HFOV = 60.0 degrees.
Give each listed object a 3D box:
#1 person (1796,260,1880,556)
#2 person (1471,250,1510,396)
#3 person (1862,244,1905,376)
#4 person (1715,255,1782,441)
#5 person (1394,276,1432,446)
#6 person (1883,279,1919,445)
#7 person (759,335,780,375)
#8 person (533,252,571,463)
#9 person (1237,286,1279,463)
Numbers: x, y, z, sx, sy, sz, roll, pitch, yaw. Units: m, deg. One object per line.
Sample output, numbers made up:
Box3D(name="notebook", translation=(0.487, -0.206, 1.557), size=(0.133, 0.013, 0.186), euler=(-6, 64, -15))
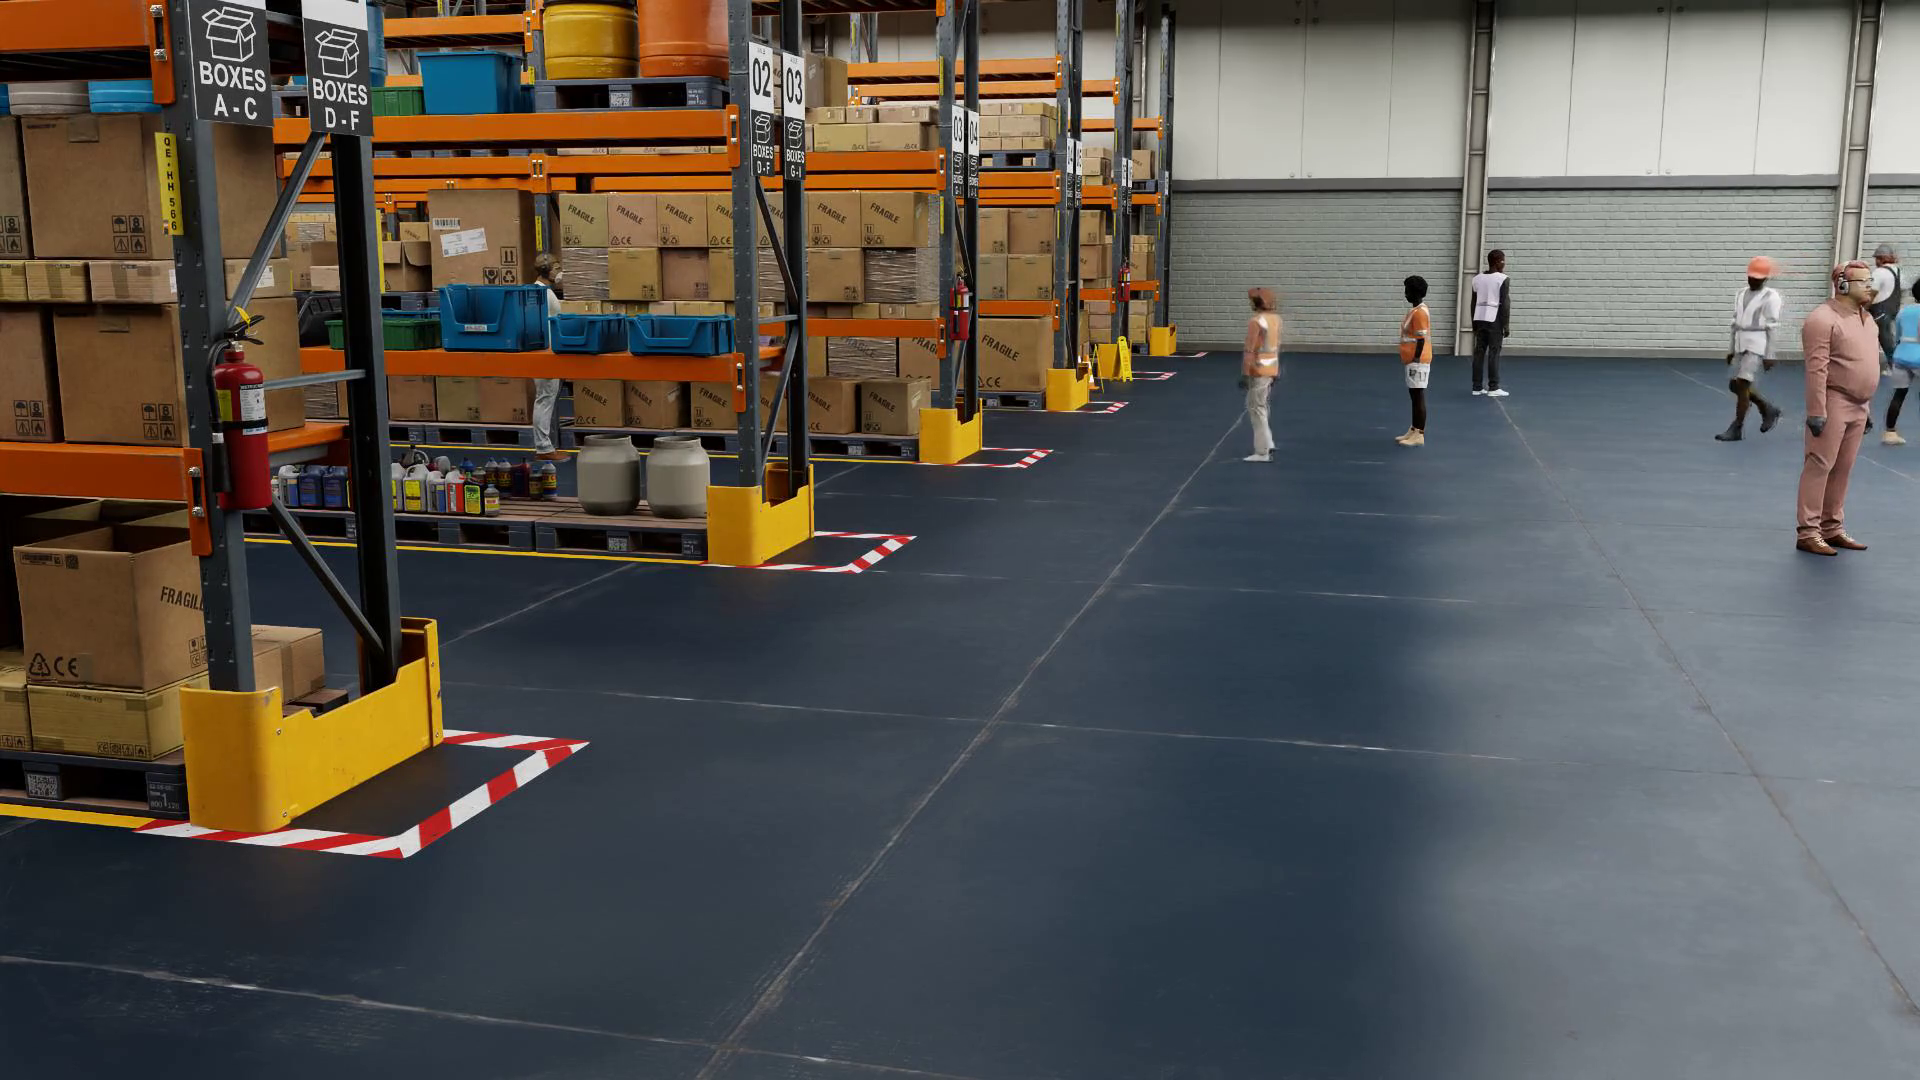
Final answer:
Box3D(name="person", translation=(5.766, -0.863, 10.876), size=(0.643, 1.913, 0.410), euler=(-7, 12, -33))
Box3D(name="person", translation=(6.974, -2.853, 21.896), size=(0.394, 1.915, 0.587), euler=(-6, 12, -32))
Box3D(name="person", translation=(13.945, -3.514, 25.210), size=(0.693, 2.000, 1.011), euler=(-7, 12, -34))
Box3D(name="person", translation=(8.094, -1.942, 16.903), size=(0.668, 1.892, 0.567), euler=(-2, 11, -13))
Box3D(name="person", translation=(4.525, -1.776, 16.541), size=(0.320, 1.692, 0.532), euler=(2, 10, 10))
Box3D(name="person", translation=(9.556, -1.765, 16.519), size=(0.707, 1.664, 0.551), euler=(-3, 11, -14))
Box3D(name="person", translation=(-2.364, -2.492, 20.003), size=(0.857, 1.881, 0.651), euler=(3, 11, 14))
Box3D(name="person", translation=(-3.810, -1.673, 15.330), size=(0.369, 1.933, 0.625), euler=(-2, 10, -11))
Box3D(name="person", translation=(2.739, -1.513, 15.287), size=(0.375, 1.625, 0.516), euler=(6, 12, 31))
